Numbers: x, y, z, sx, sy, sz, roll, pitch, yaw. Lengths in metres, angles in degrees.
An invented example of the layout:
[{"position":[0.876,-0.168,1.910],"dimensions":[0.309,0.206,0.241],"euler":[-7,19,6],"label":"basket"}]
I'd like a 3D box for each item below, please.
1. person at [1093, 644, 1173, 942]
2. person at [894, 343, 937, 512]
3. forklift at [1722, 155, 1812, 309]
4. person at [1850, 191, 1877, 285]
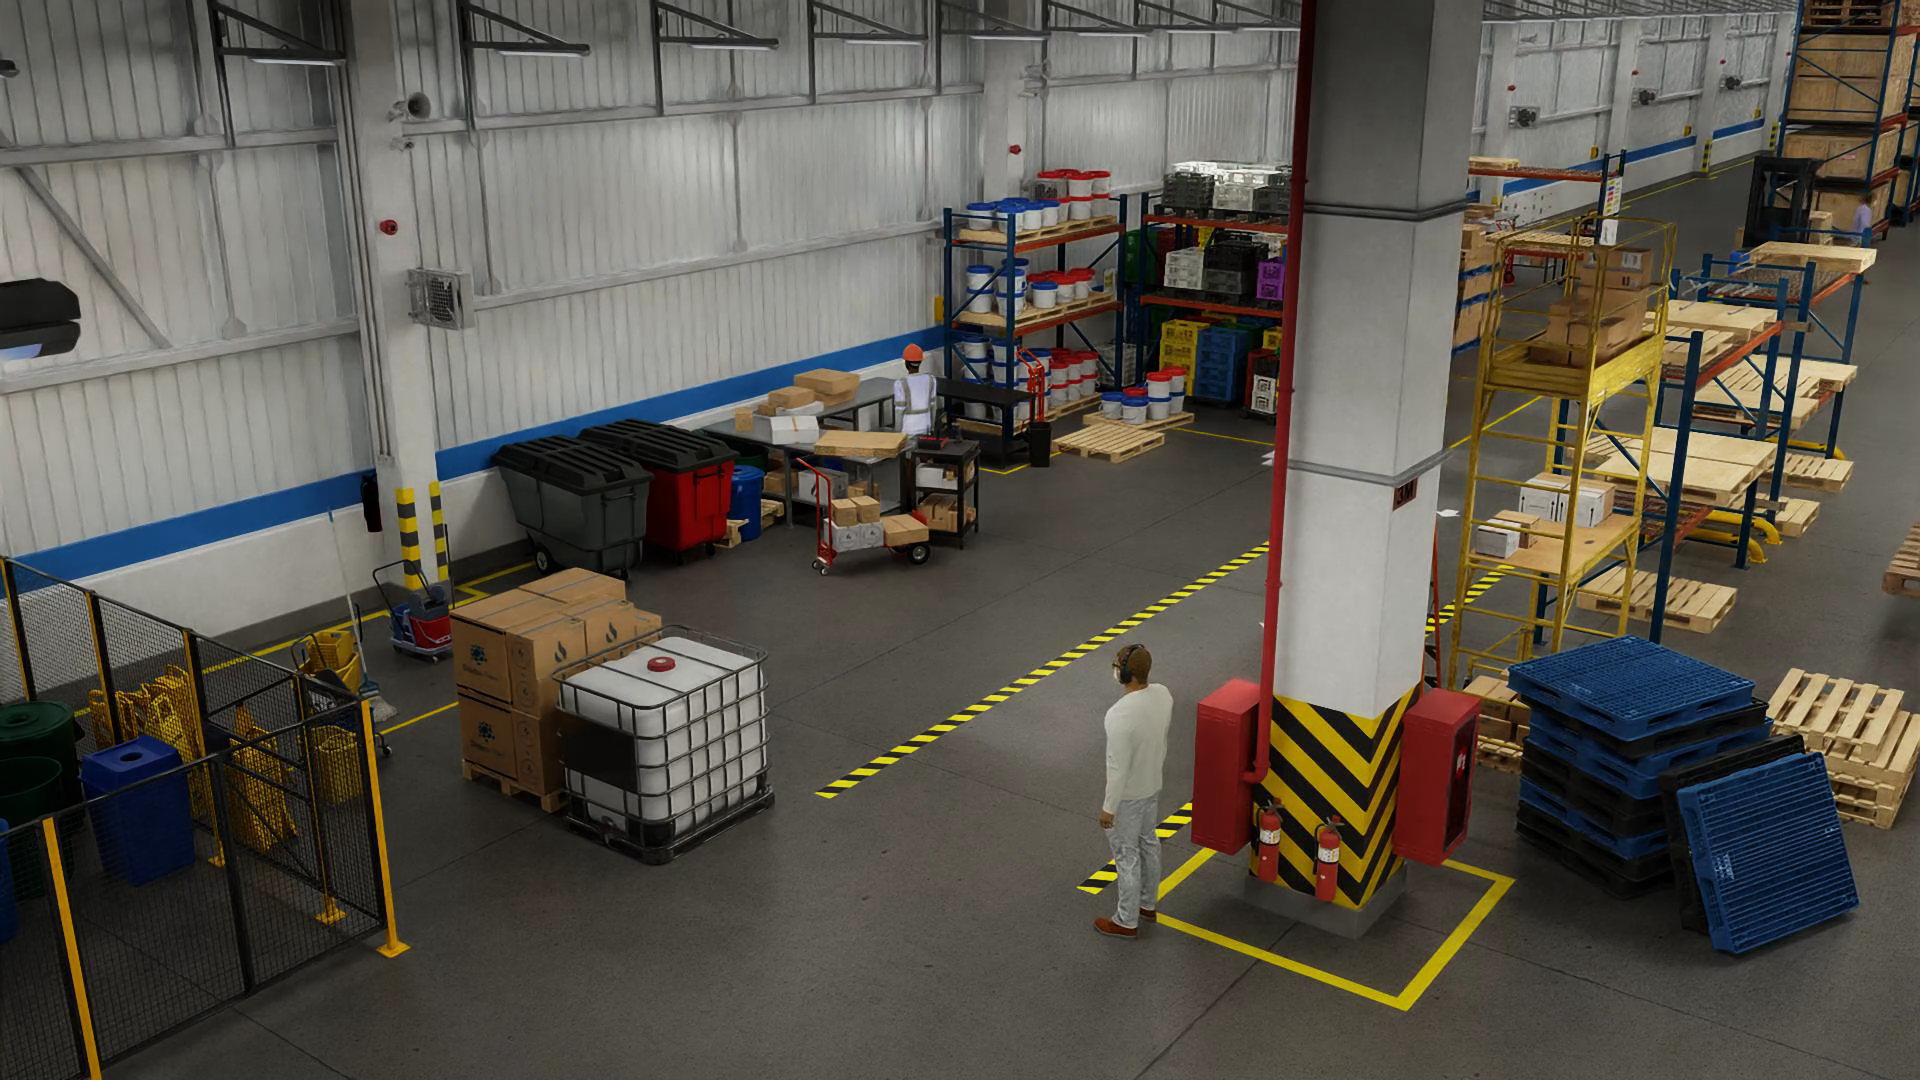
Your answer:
[{"position":[1.070,1.557,10.341],"dimensions":[0.355,1.938,0.637],"euler":[13,22,34],"label":"person"},{"position":[-0.527,-1.287,19.045],"dimensions":[0.545,1.942,0.353],"euler":[-11,21,-30],"label":"person"},{"position":[15.453,-5.887,31.637],"dimensions":[1.129,2.768,1.873],"euler":[13,22,34],"label":"forklift"},{"position":[18.347,-6.183,34.088],"dimensions":[0.769,1.919,0.639],"euler":[7,19,20],"label":"person"}]
